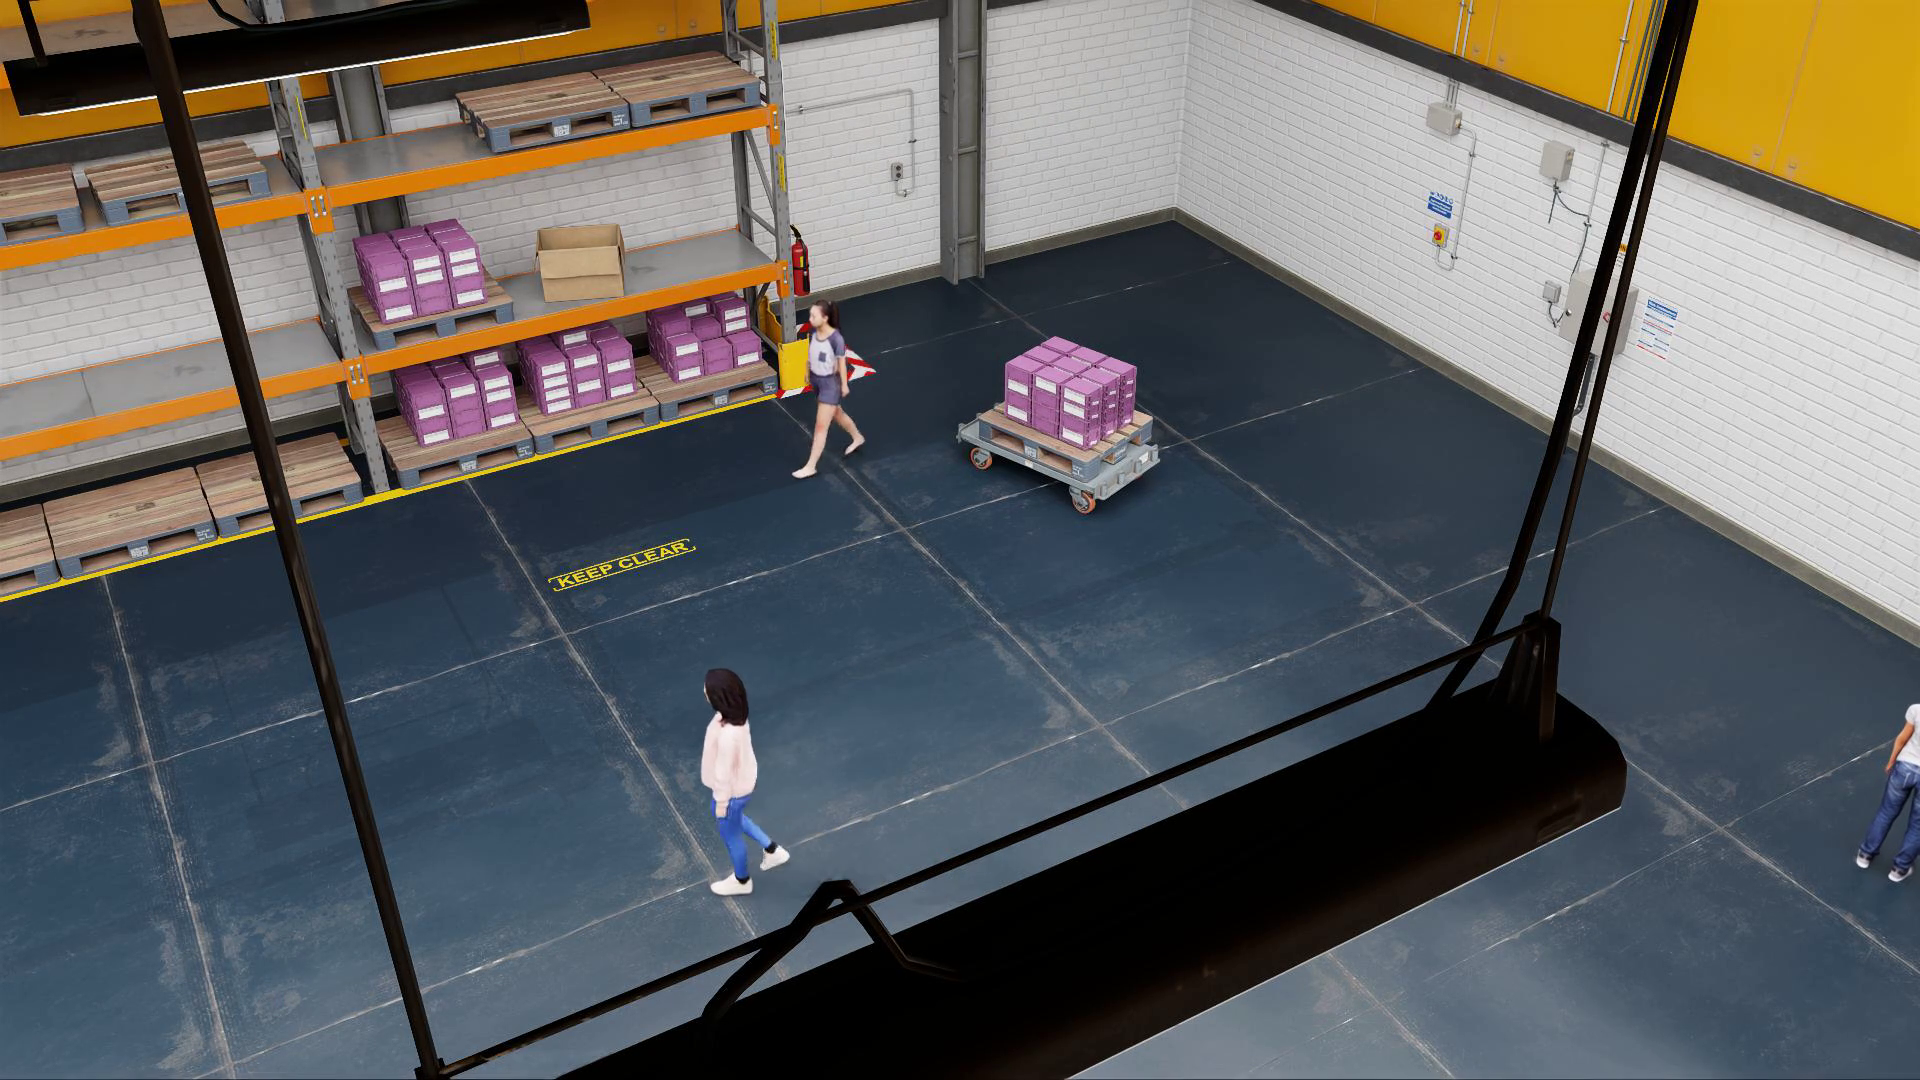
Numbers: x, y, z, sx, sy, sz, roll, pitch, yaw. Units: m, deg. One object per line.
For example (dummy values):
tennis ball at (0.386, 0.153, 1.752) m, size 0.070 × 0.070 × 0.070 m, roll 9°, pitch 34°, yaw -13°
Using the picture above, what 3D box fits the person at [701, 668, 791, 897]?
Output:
person at (-1.304, 1.509, 10.178) m, size 0.892 × 1.759 × 0.825 m, roll 1°, pitch 34°, yaw 1°

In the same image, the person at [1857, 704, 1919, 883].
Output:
person at (6.018, 1.466, 10.419) m, size 0.586 × 1.563 × 0.590 m, roll 28°, pitch 43°, yaw 35°

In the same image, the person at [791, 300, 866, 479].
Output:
person at (-1.096, -1.367, 14.644) m, size 1.080 × 1.606 × 0.696 m, roll -22°, pitch 40°, yaw -30°
